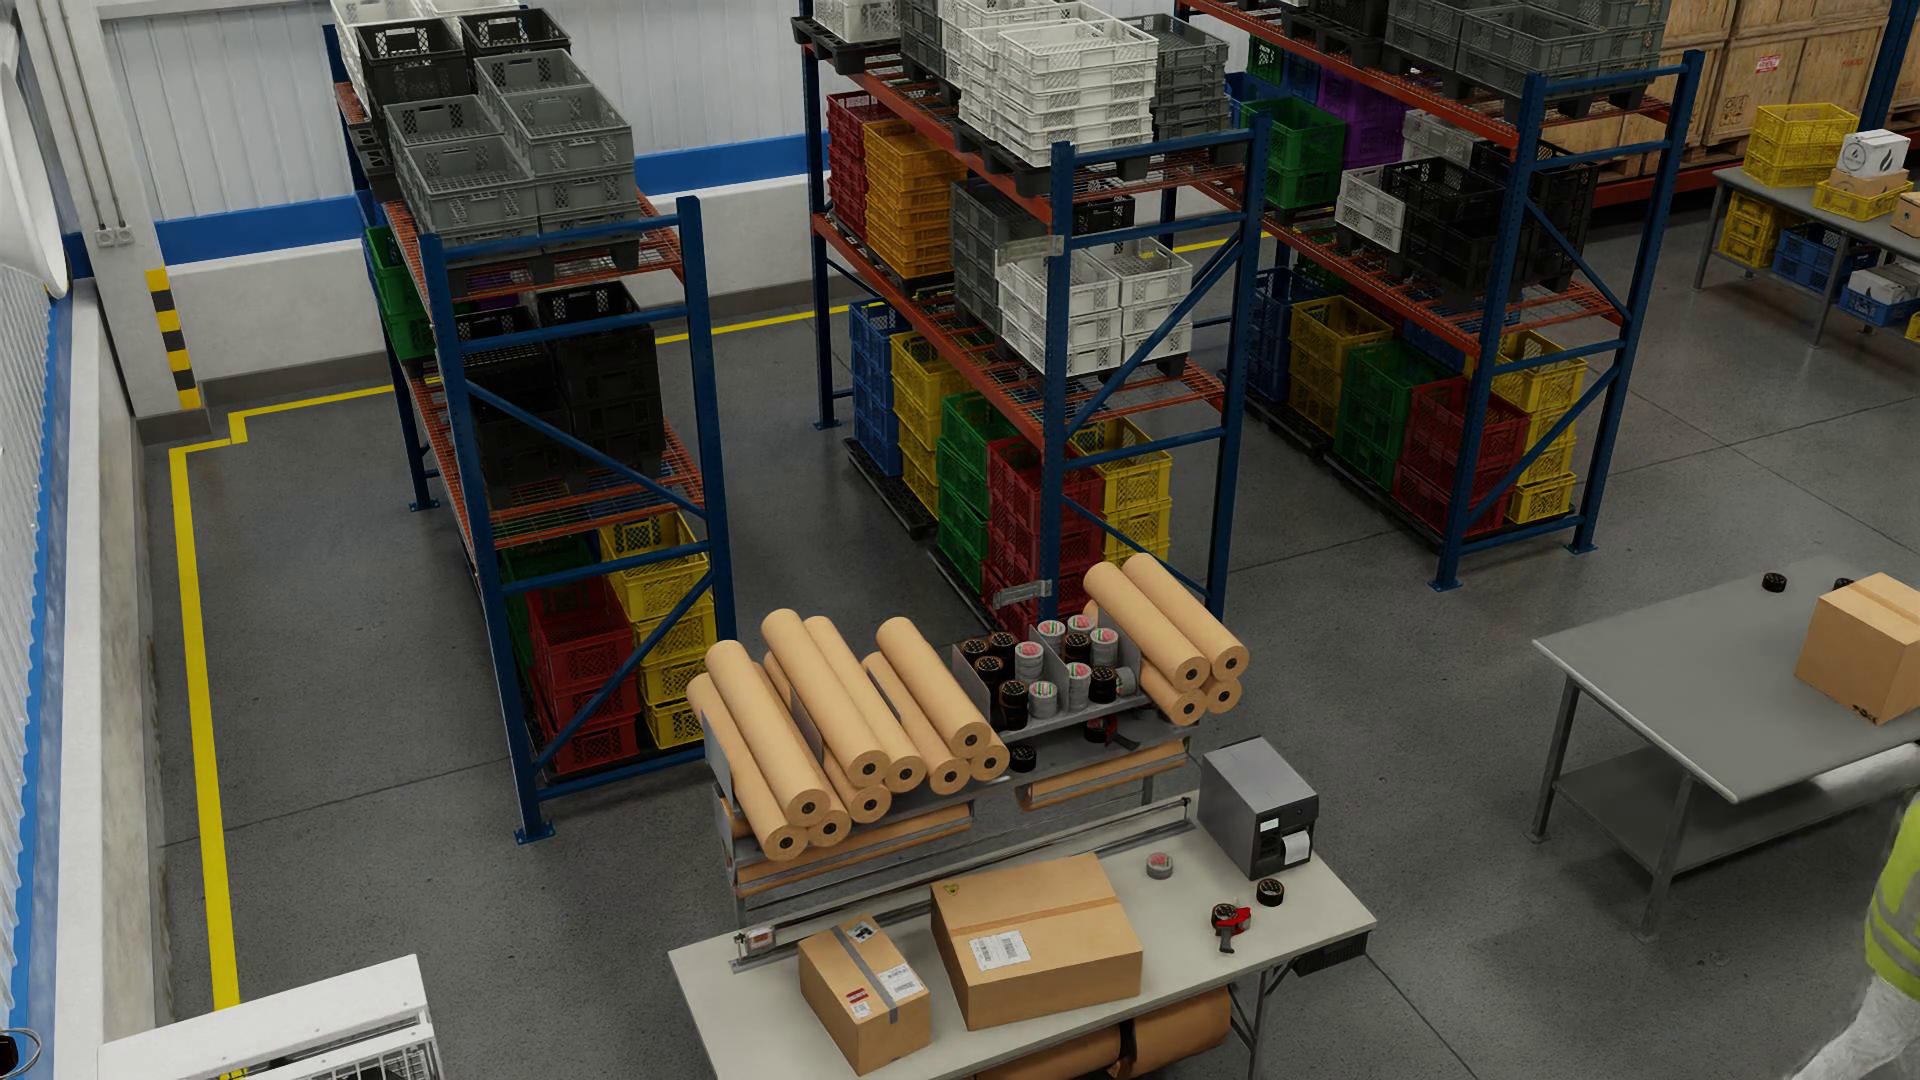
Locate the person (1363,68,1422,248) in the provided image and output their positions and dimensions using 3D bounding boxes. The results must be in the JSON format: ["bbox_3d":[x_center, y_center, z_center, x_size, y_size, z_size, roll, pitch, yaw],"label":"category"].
[{"bbox_3d":[3.550,-3.373,13.908,0.589,1.879,0.405,-22,38,-31],"label":"person"}]

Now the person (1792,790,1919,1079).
[{"bbox_3d":[3.544,1.536,5.996,0.791,1.807,0.651,11,33,17],"label":"person"}]
